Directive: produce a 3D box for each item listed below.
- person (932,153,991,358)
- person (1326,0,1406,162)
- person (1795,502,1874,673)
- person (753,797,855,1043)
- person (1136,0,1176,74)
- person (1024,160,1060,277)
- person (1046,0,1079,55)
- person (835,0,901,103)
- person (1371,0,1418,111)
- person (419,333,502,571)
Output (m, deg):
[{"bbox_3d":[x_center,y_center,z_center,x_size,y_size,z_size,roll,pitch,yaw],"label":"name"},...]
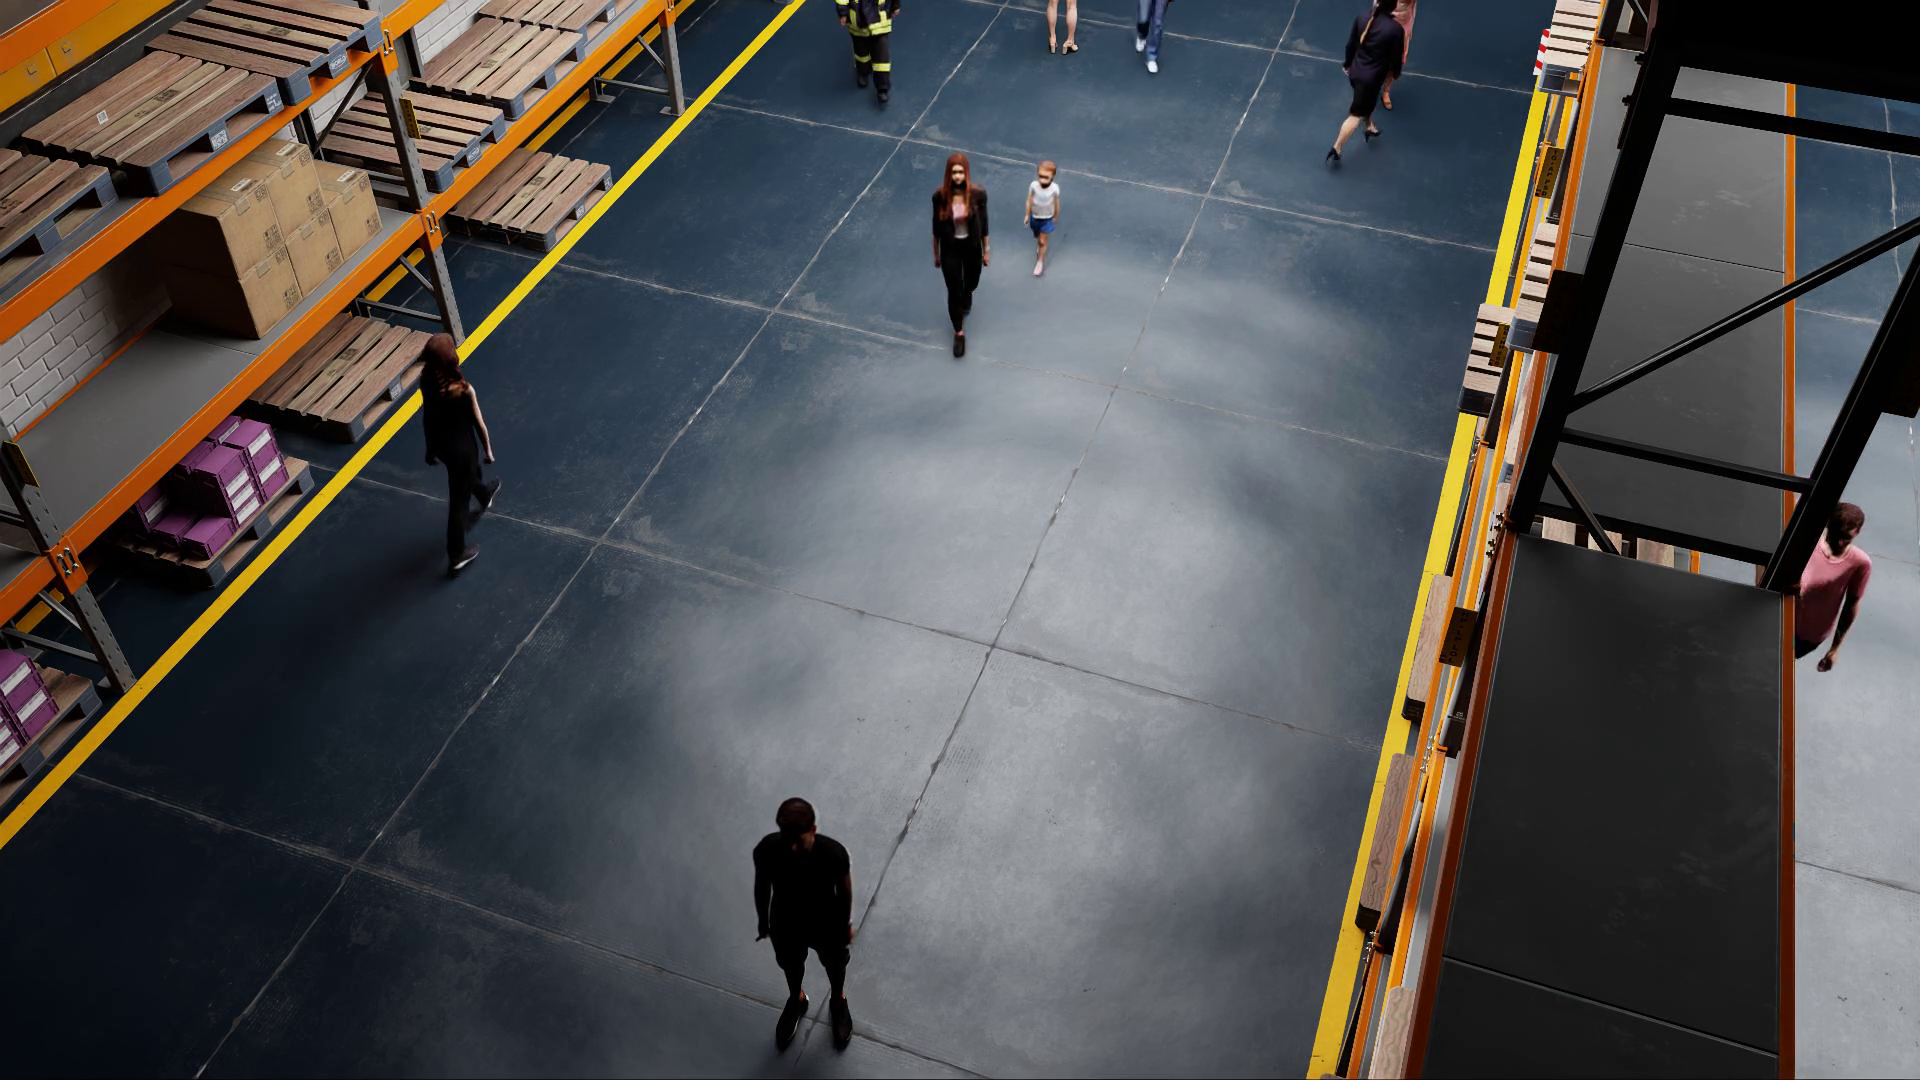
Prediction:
[{"bbox_3d":[0.018,-2.357,13.259,0.865,1.691,1.124,0,44,0],"label":"person"},{"bbox_3d":[3.704,-4.215,15.256,1.208,1.625,1.043,-30,51,-28],"label":"person"},{"bbox_3d":[5.124,0.454,10.155,0.605,1.902,1.193,14,45,14],"label":"person"},{"bbox_3d":[-0.785,1.944,8.619,0.737,1.862,0.695,1,44,2],"label":"person"},{"bbox_3d":[1.942,-5.584,16.612,0.773,1.738,0.903,-1,44,-1],"label":"person"},{"bbox_3d":[0.713,-2.811,14.231,0.451,1.006,0.725,12,45,13],"label":"person"},{"bbox_3d":[1.054,-5.776,16.785,0.647,1.776,0.631,16,46,16],"label":"person"},{"bbox_3d":[-0.900,-5.260,16.201,1.040,1.835,1.196,-2,44,-2],"label":"person"},{"bbox_3d":[4.143,-4.965,15.996,0.660,1.692,0.665,0,44,0],"label":"person"},{"bbox_3d":[-3.507,-0.573,11.391,0.622,1.684,1.122,12,45,12],"label":"person"}]
